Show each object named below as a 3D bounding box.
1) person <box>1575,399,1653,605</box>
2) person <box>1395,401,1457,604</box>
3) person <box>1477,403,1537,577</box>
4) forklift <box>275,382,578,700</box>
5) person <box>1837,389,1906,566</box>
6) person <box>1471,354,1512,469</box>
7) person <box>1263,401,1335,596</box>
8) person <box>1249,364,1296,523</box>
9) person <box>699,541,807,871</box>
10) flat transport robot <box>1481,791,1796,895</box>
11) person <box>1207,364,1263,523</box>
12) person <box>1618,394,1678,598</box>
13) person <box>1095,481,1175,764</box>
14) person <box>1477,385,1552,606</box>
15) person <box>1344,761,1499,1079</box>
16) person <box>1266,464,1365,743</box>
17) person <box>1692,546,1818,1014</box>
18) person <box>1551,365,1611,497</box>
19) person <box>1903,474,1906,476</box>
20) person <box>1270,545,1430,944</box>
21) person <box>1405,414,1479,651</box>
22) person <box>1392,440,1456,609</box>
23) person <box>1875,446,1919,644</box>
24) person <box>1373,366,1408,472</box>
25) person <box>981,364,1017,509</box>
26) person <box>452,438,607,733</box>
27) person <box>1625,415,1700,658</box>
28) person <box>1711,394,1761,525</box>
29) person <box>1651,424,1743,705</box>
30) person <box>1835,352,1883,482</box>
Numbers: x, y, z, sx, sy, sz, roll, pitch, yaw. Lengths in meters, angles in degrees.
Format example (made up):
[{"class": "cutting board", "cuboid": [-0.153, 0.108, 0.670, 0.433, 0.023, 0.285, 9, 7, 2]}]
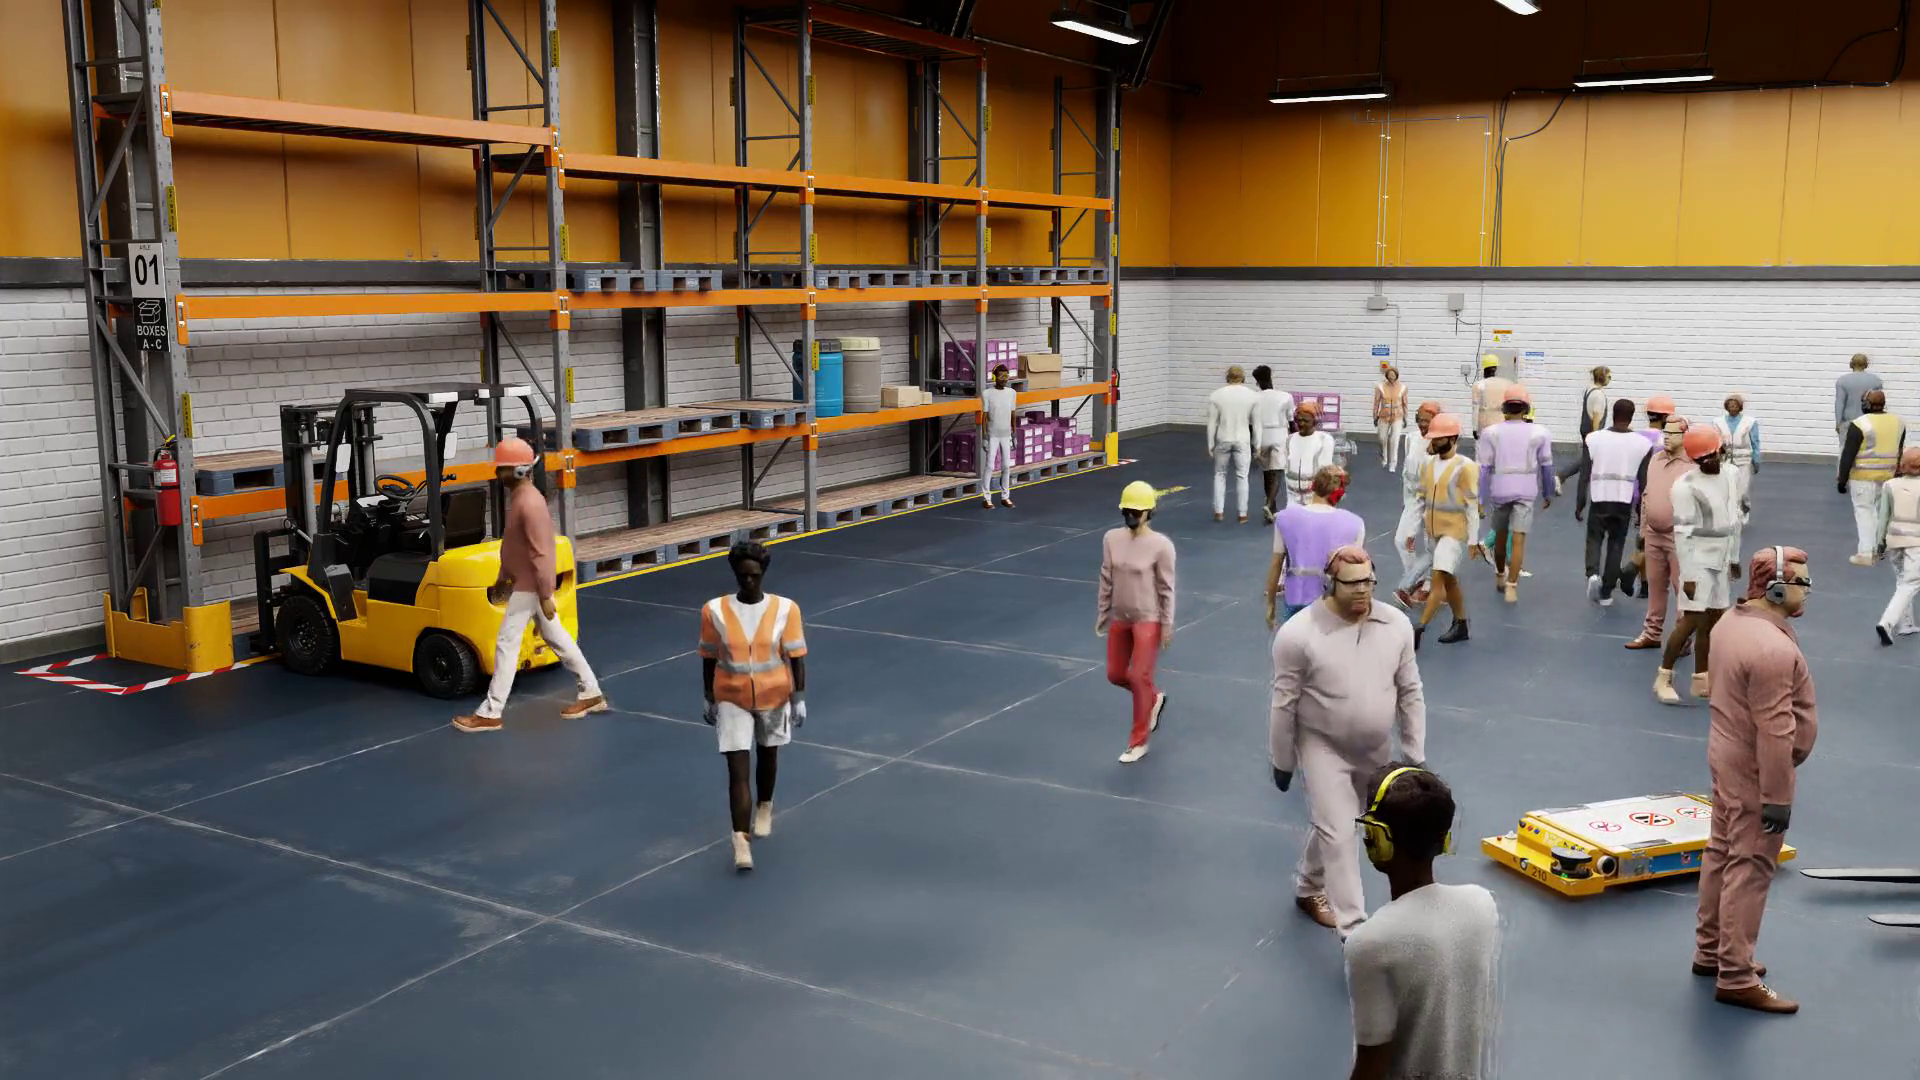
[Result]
[{"class": "person", "cuboid": [5.881, -0.322, 14.990, 0.630, 1.882, 0.585, 4, 10, 21]}, {"class": "person", "cuboid": [4.219, -0.333, 15.098, 0.453, 1.865, 0.587, -7, 11, -36]}, {"class": "person", "cuboid": [5.488, -0.521, 16.629, 0.538, 1.743, 0.568, -9, 13, -44]}, {"class": "forklift", "cuboid": [-3.974, -0.067, 12.417, 2.313, 2.155, 1.214, 5, 11, 30]}, {"class": "person", "cuboid": [9.381, -0.650, 17.202, 0.656, 1.822, 0.503, -2, 9, -13]}, {"class": "person", "cuboid": [7.374, -1.624, 23.055, 0.596, 1.902, 0.779, -1, 9, -5]}, {"class": "person", "cuboid": [3.281, -0.397, 15.644, 0.558, 1.841, 0.969, 8, 12, 42]}, {"class": "person", "cuboid": [3.767, -1.181, 20.258, 0.640, 1.911, 0.963, 3, 10, 20]}, {"class": "person", "cuboid": [-1.059, 0.820, 8.564, 0.549, 1.646, 0.864, -1, 9, -8]}, {"class": "flat transport robot", "cuboid": [3.457, 1.524, 8.471, 1.431, 0.197, 0.652, -3, 10, -20]}, {"class": "person", "cuboid": [3.325, -1.161, 20.134, 0.659, 1.916, 0.450, 2, 9, 13]}, {"class": "person", "cuboid": [6.279, -0.379, 15.265, 0.661, 1.913, 0.545, -5, 10, -29]}, {"class": "person", "cuboid": [1.145, 0.482, 10.369, 0.537, 1.746, 0.576, 8, 12, 41]}, {"class": "person", "cuboid": [5.109, -0.432, 15.328, 0.632, 1.983, 1.043, 4, 10, 24]}, {"class": "person", "cuboid": [1.093, 1.477, 4.003, 0.591, 1.868, 0.667, -6, 11, -32]}, {"class": "person", "cuboid": [2.255, 0.420, 10.578, 0.588, 1.807, 0.692, 2, 9, 12]}, {"class": "person", "cuboid": [3.308, 0.965, 6.874, 0.403, 1.906, 0.652, 1, 9, 8]}, {"class": "person", "cuboid": [8.255, -1.395, 21.917, 0.783, 1.819, 0.527, 0, 9, 3]}, {"class": "person", "cuboid": [13.787, -1.655, 23.222, 0.952, 1.910, 0.634, 5, 10, 27]}, {"class": "person", "cuboid": [1.707, 0.928, 7.326, 0.635, 1.851, 1.053, -3, 10, -18]}, {"class": "person", "cuboid": [3.799, -0.062, 13.328, 0.973, 1.887, 0.567, -4, 10, -25]}, {"class": "person", "cuboid": [4.236, -0.177, 14.966, 0.800, 1.605, 0.483, -3, 10, -17]}, {"class": "person", "cuboid": [7.736, 0.038, 13.592, 0.796, 1.605, 0.513, -5, 10, -28]}, {"class": "person", "cuboid": [6.573, -1.857, 25.383, 0.517, 1.616, 0.603, 2, 9, 15]}, {"class": "person", "cuboid": [0.503, -1.323, 21.311, 0.512, 1.860, 0.318, -4, 10, -25]}, {"class": "person", "cuboid": [-2.844, 0.282, 11.046, 1.016, 1.949, 0.618, -3, 9, -16]}, {"class": "person", "cuboid": [5.589, -0.030, 13.080, 0.402, 1.911, 0.639, -4, 10, -24]}, {"class": "person", "cuboid": [9.009, -0.895, 19.334, 0.545, 1.621, 0.507, 7, 11, 36]}, {"class": "person", "cuboid": [5.173, 0.173, 11.605, 0.679, 1.985, 0.439, -6, 11, -31]}, {"class": "person", "cuboid": [12.713, -1.702, 23.558, 0.635, 1.909, 0.970, 2, 9, 12]}]
